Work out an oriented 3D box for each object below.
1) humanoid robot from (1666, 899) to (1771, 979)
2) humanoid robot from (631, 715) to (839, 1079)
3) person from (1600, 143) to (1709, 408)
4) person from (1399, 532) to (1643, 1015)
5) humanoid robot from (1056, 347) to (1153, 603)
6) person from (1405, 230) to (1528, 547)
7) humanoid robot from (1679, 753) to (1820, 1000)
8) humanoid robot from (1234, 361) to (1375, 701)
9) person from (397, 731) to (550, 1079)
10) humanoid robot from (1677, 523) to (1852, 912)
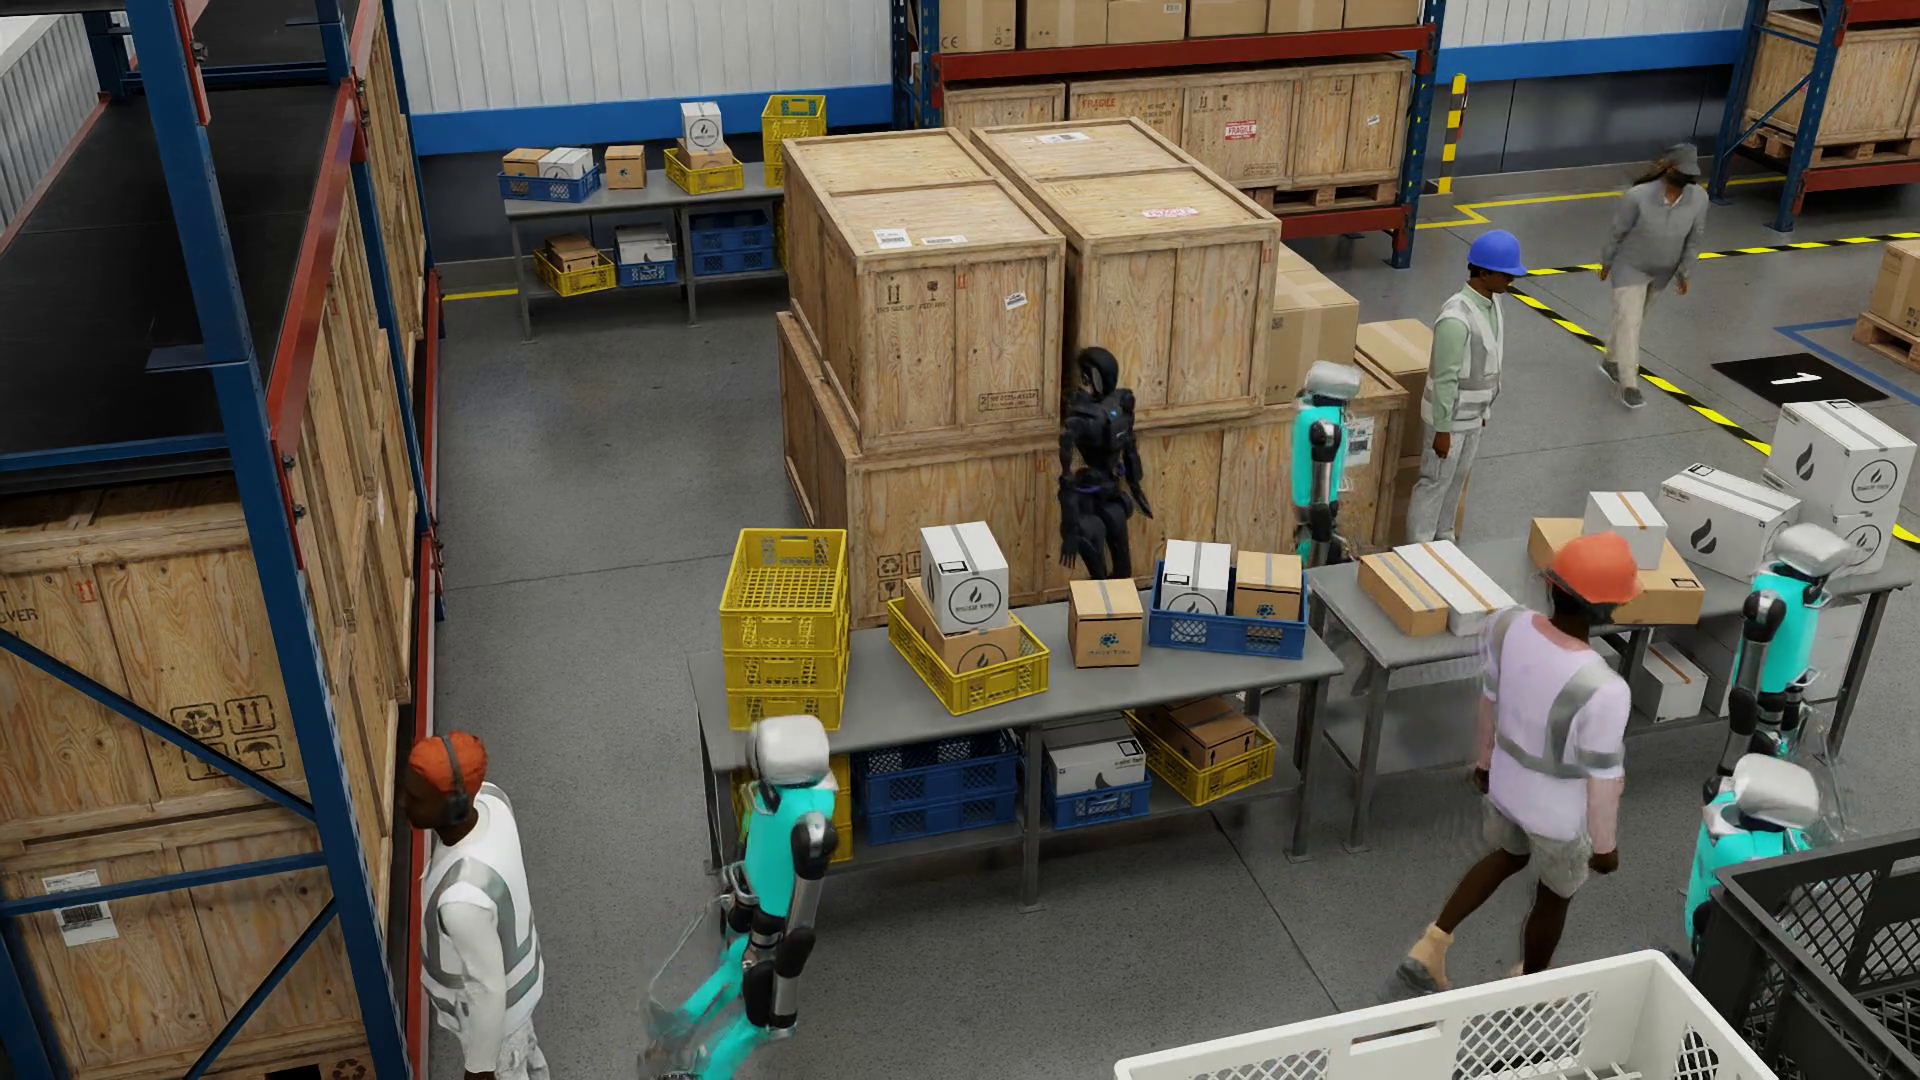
[{"bbox_3d":[1.947,1.668,4.627,0.332,1.645,0.610,25,38,38],"label":"humanoid robot"},{"bbox_3d":[-0.742,1.391,5.161,0.772,1.862,0.562,-10,30,-18],"label":"humanoid robot"},{"bbox_3d":[4.460,-1.726,10.733,0.558,1.708,0.882,-3,29,-6],"label":"person"},{"bbox_3d":[1.988,0.867,5.729,0.707,2.020,0.617,-10,31,-18],"label":"person"},{"bbox_3d":[0.655,-0.187,8.013,0.474,1.633,0.611,24,37,36],"label":"humanoid robot"},{"bbox_3d":[2.592,-0.667,8.600,0.412,1.939,0.602,20,34,31],"label":"person"},{"bbox_3d":[2.433,1.430,4.975,0.673,1.780,0.534,5,29,9],"label":"humanoid robot"},{"bbox_3d":[1.739,0.054,7.502,0.887,1.775,0.558,1,29,2],"label":"humanoid robot"},{"bbox_3d":[-1.418,1.362,4.969,0.348,1.883,0.582,-5,29,-9],"label":"person"},{"bbox_3d":[3.094,0.827,6.087,0.668,1.797,0.540,25,38,38],"label":"humanoid robot"}]
